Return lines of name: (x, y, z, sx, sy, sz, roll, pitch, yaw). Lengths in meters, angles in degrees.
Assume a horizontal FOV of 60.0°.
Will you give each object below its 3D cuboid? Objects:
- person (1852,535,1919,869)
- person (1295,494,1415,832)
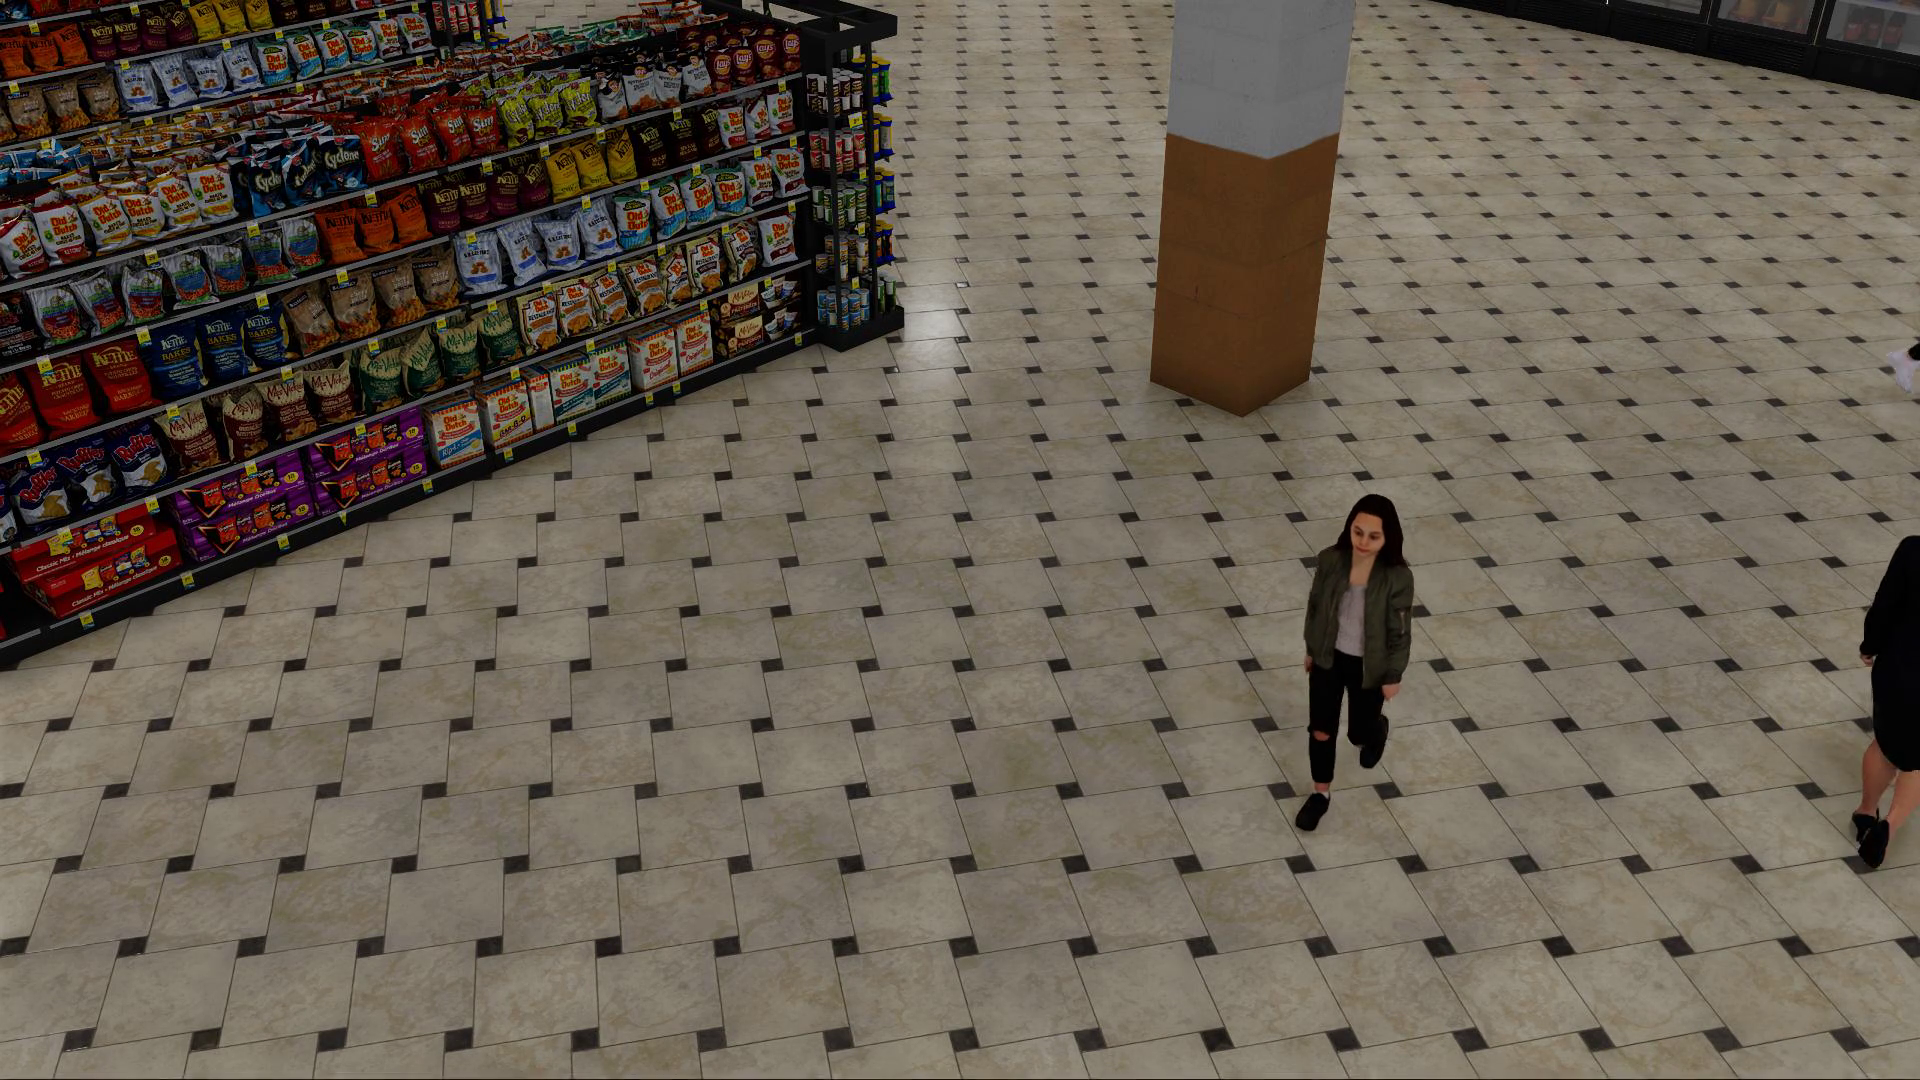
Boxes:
person: (3.569, 0.546, 6.173, 0.714, 1.659, 0.832, 25, 39, 34)
person: (1.555, 0.449, 6.517, 0.674, 1.460, 0.874, 20, 37, 29)
